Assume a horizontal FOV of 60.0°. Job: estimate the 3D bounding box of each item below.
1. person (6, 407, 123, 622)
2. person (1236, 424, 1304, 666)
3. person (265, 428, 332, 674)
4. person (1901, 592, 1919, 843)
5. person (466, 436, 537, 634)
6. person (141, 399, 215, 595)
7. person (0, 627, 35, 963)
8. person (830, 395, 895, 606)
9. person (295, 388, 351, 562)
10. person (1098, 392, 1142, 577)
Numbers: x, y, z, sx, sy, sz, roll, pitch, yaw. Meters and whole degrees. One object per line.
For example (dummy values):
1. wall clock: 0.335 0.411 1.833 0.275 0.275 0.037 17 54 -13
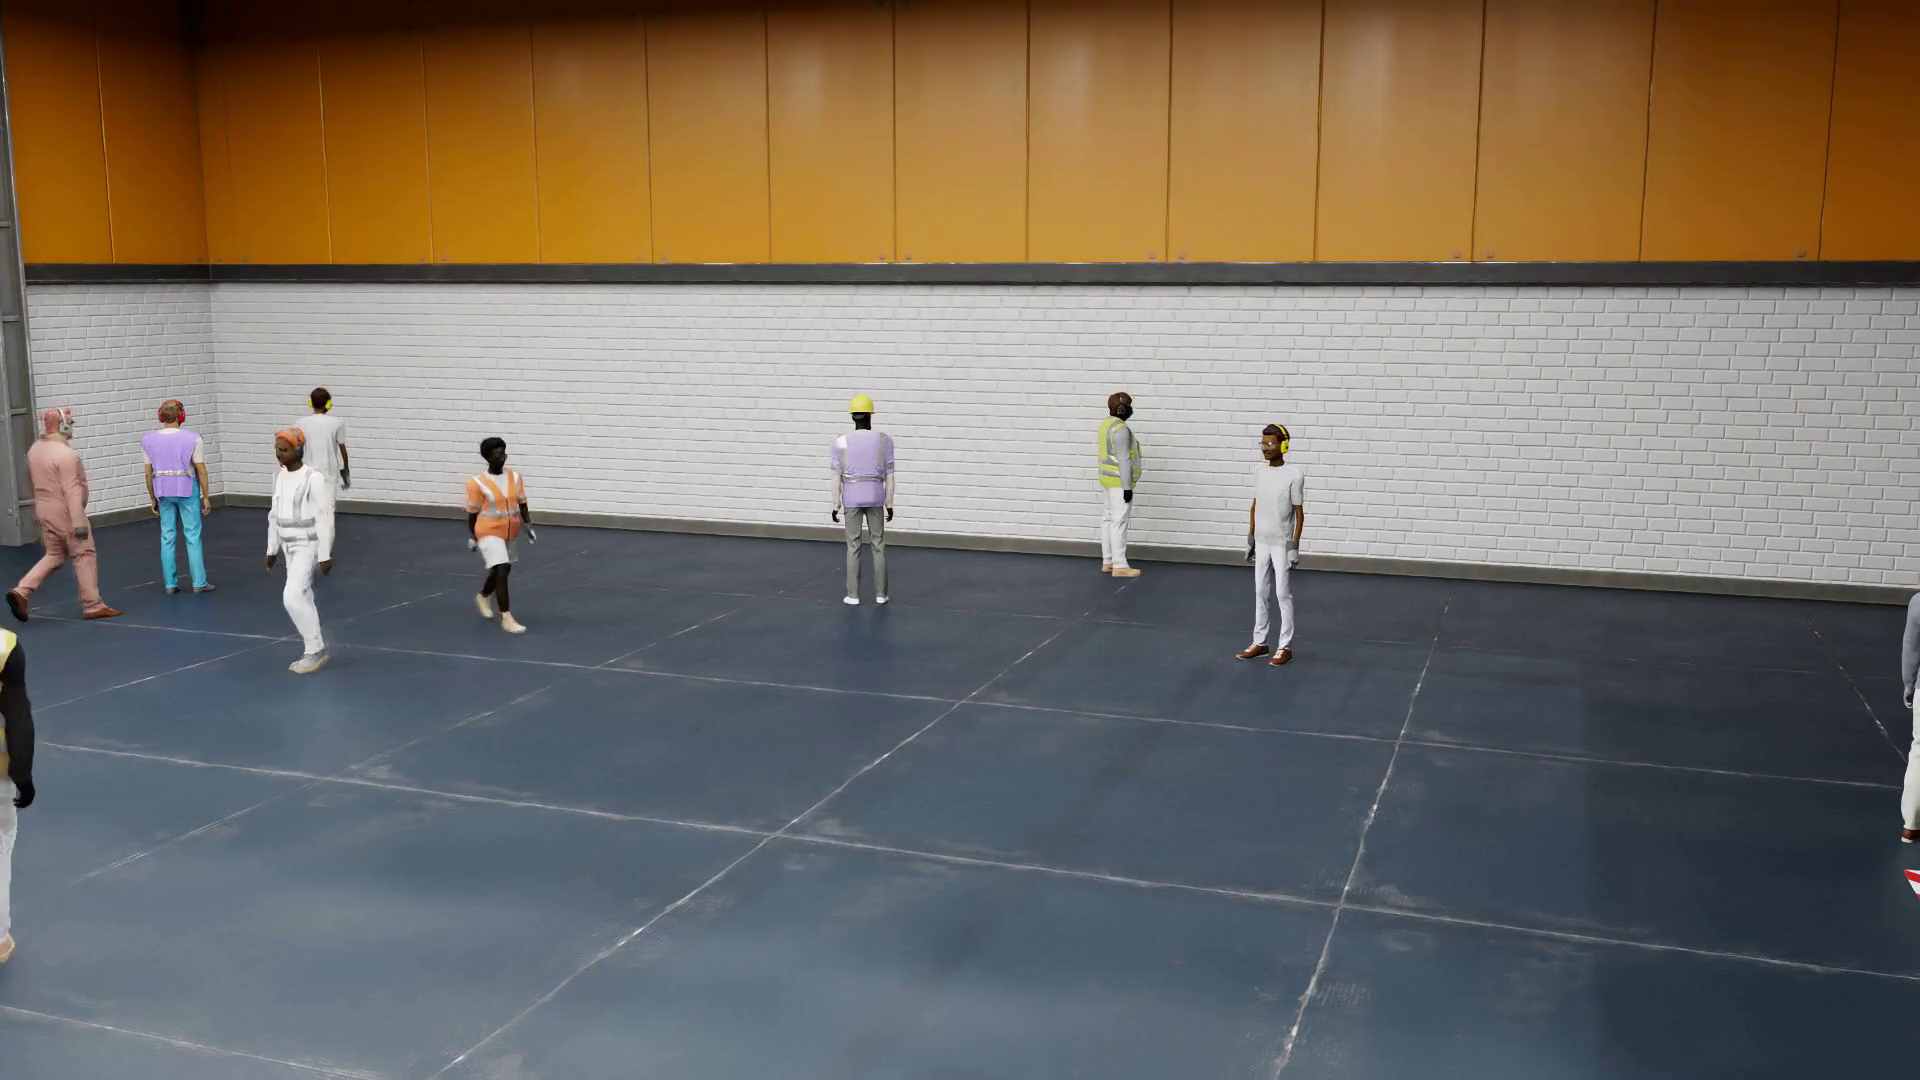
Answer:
1. person: -7.781 -0.208 14.360 0.662 1.884 0.815 6 11 34
2. person: 2.422 0.033 12.893 0.328 1.872 0.514 -8 12 -41
3. person: -5.037 0.088 12.580 0.578 1.870 0.493 8 12 40
4. person: 5.200 0.823 8.723 0.266 1.631 0.507 -6 11 -32
5. person: -3.976 -0.071 14.171 0.823 1.665 0.520 7 11 37
6. person: -7.343 -0.395 15.614 0.567 1.848 0.389 -1 9 -5
7. person: -4.267 1.004 7.028 0.638 1.827 0.743 -3 10 -20
8. person: -0.887 -0.355 15.133 0.589 1.924 0.383 -2 9 -9
9. person: -6.700 -0.689 17.533 0.512 1.811 0.964 -2 9 -12
10. person: 1.602 -0.559 16.651 0.429 1.846 0.626 -2 9 -13
